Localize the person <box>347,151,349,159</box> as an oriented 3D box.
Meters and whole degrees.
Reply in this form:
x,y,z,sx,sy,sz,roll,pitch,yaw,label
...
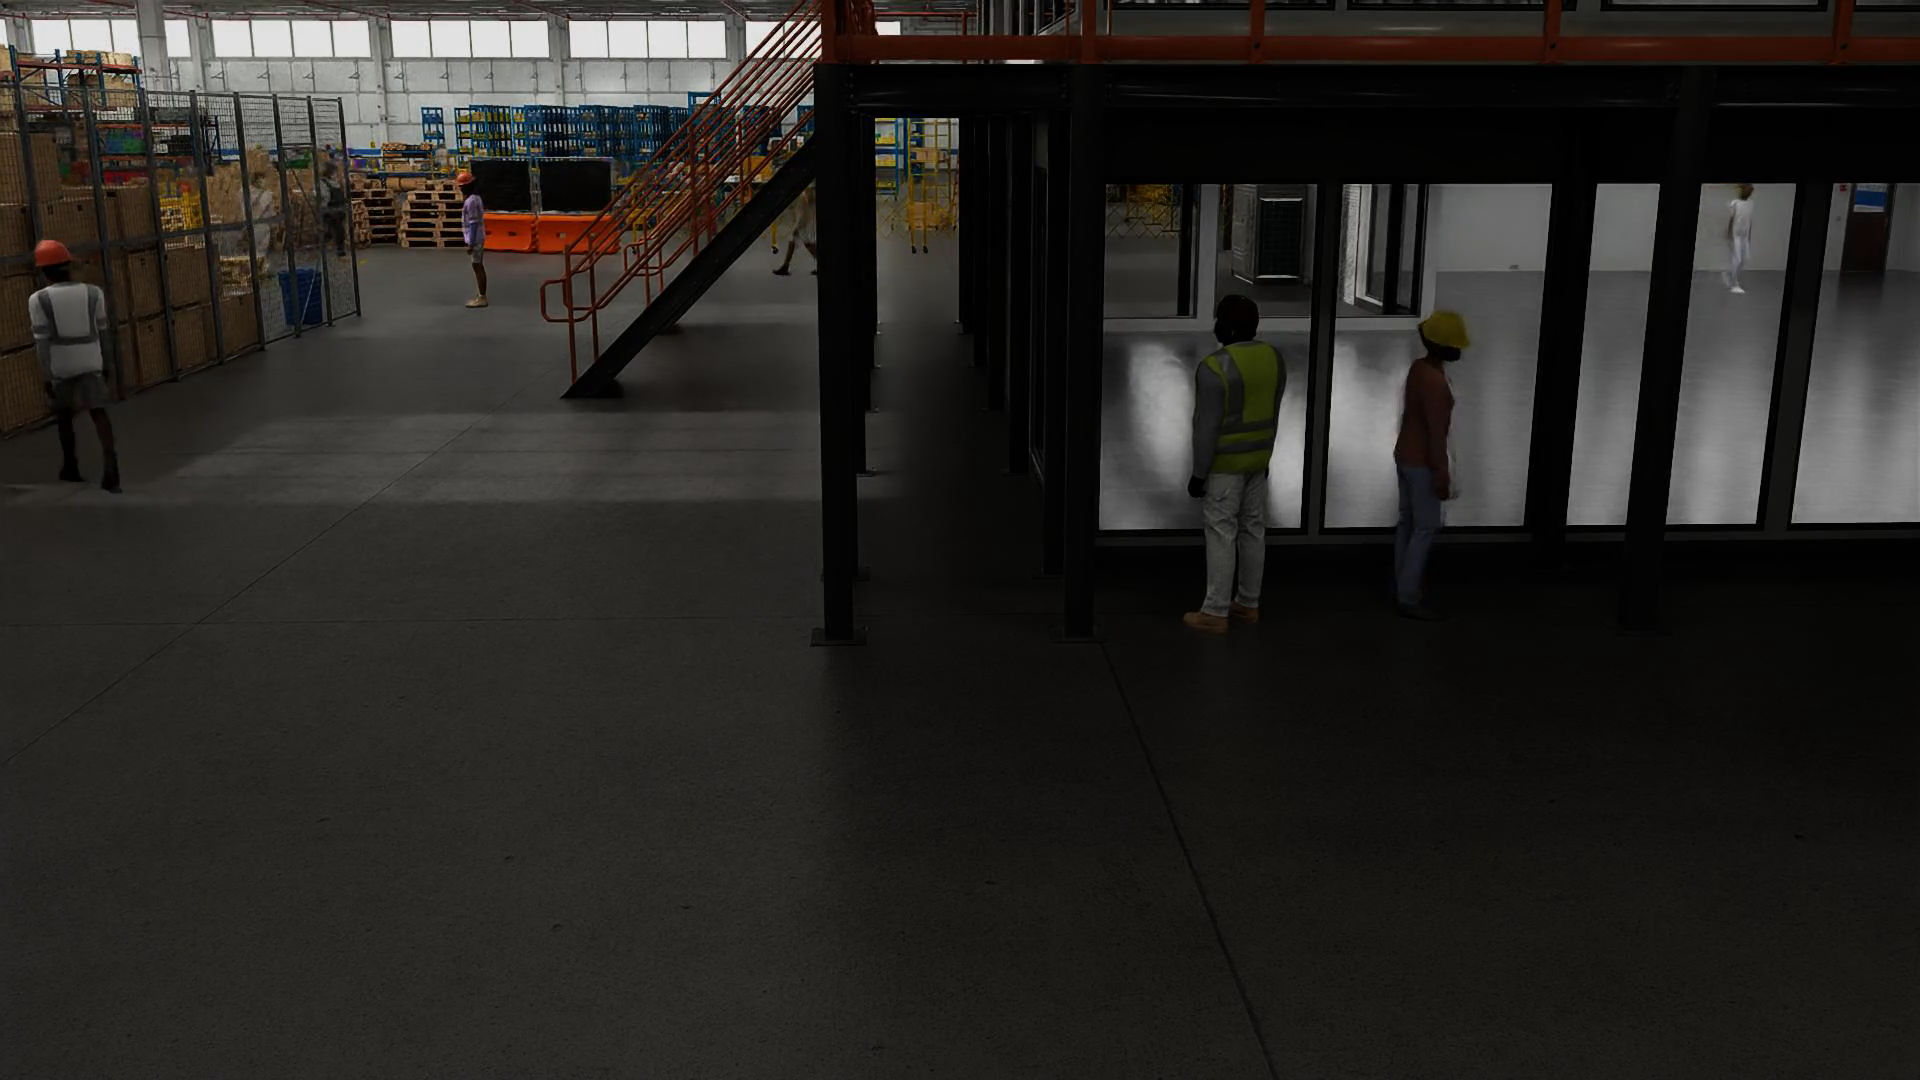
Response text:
x,y,z,sx,sy,sz,roll,pitch,yaw,label
-30.563,-18.748,82.551,0.326,1.752,0.563,4,14,14,person

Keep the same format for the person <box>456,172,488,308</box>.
x,y,z,sx,sy,sz,roll,pitch,yaw,label
-7.384,-4.537,25.186,0.389,2.034,0.605,-2,14,-8,person

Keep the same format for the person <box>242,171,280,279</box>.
x,y,z,sx,sy,sz,roll,pitch,yaw,label
-12.490,-5.658,29.908,0.737,1.911,0.660,6,15,21,person

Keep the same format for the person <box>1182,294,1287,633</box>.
x,y,z,sx,sy,sz,roll,pitch,yaw,label
1.478,-0.415,9.095,0.625,1.846,0.429,-12,18,-39,person

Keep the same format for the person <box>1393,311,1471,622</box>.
x,y,z,sx,sy,sz,roll,pitch,yaw,label
2.605,-0.411,9.318,0.339,1.736,0.558,0,14,-1,person

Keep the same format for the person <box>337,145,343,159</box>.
x,y,z,sx,sy,sz,roll,pitch,yaw,label
-27.593,-16.726,74.359,0.603,1.799,0.637,-3,14,-11,person

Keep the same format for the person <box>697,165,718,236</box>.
x,y,z,sx,sy,sz,roll,pitch,yaw,label
-6.248,-8.422,41.272,0.599,1.748,0.539,3,14,12,person

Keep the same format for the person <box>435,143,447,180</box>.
x,y,z,sx,sy,sz,roll,pitch,yaw,label
-24.272,-17.665,77.961,0.860,1.881,0.640,13,19,42,person

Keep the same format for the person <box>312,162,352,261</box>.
x,y,z,sx,sy,sz,roll,pitch,yaw,label
-12.739,-6.664,33.671,0.694,2.000,0.706,4,15,15,person

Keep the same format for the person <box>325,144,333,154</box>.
x,y,z,sx,sy,sz,roll,pitch,yaw,label
-30.582,-18.235,80.427,1.005,1.782,0.577,-3,14,-12,person

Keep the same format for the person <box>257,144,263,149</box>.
x,y,z,sx,sy,sz,roll,pitch,yaw,label
-36.633,-19.871,87.087,0.742,1.717,0.489,9,17,33,person

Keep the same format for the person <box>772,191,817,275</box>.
x,y,z,sx,sy,sz,roll,pitch,yaw,label
-2.929,-5.799,30.535,1.015,1.888,0.561,-4,15,-15,person

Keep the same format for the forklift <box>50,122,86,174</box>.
x,y,z,sx,sy,sz,roll,pitch,yaw,label
-37.773,-16.247,70.270,1.129,2.768,1.873,-1,14,-2,forklift

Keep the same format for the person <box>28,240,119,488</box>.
x,y,z,sx,sy,sz,roll,pitch,yaw,label
-6.740,-1.333,12.667,0.550,1.892,0.880,-11,18,-38,person

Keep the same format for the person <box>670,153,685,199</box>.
x,y,z,sx,sy,sz,roll,pitch,yaw,label
-8.894,-11.275,52.462,0.521,1.863,0.319,-8,16,-28,person

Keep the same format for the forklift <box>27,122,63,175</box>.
x,y,z,sx,sy,sz,roll,pitch,yaw,label
-35.376,-14.773,64.377,1.129,2.768,1.873,-1,14,-2,forklift

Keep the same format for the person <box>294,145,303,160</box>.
x,y,z,sx,sy,sz,roll,pitch,yaw,label
-26.695,-14.910,66.902,0.915,1.915,0.610,-5,15,-19,person
